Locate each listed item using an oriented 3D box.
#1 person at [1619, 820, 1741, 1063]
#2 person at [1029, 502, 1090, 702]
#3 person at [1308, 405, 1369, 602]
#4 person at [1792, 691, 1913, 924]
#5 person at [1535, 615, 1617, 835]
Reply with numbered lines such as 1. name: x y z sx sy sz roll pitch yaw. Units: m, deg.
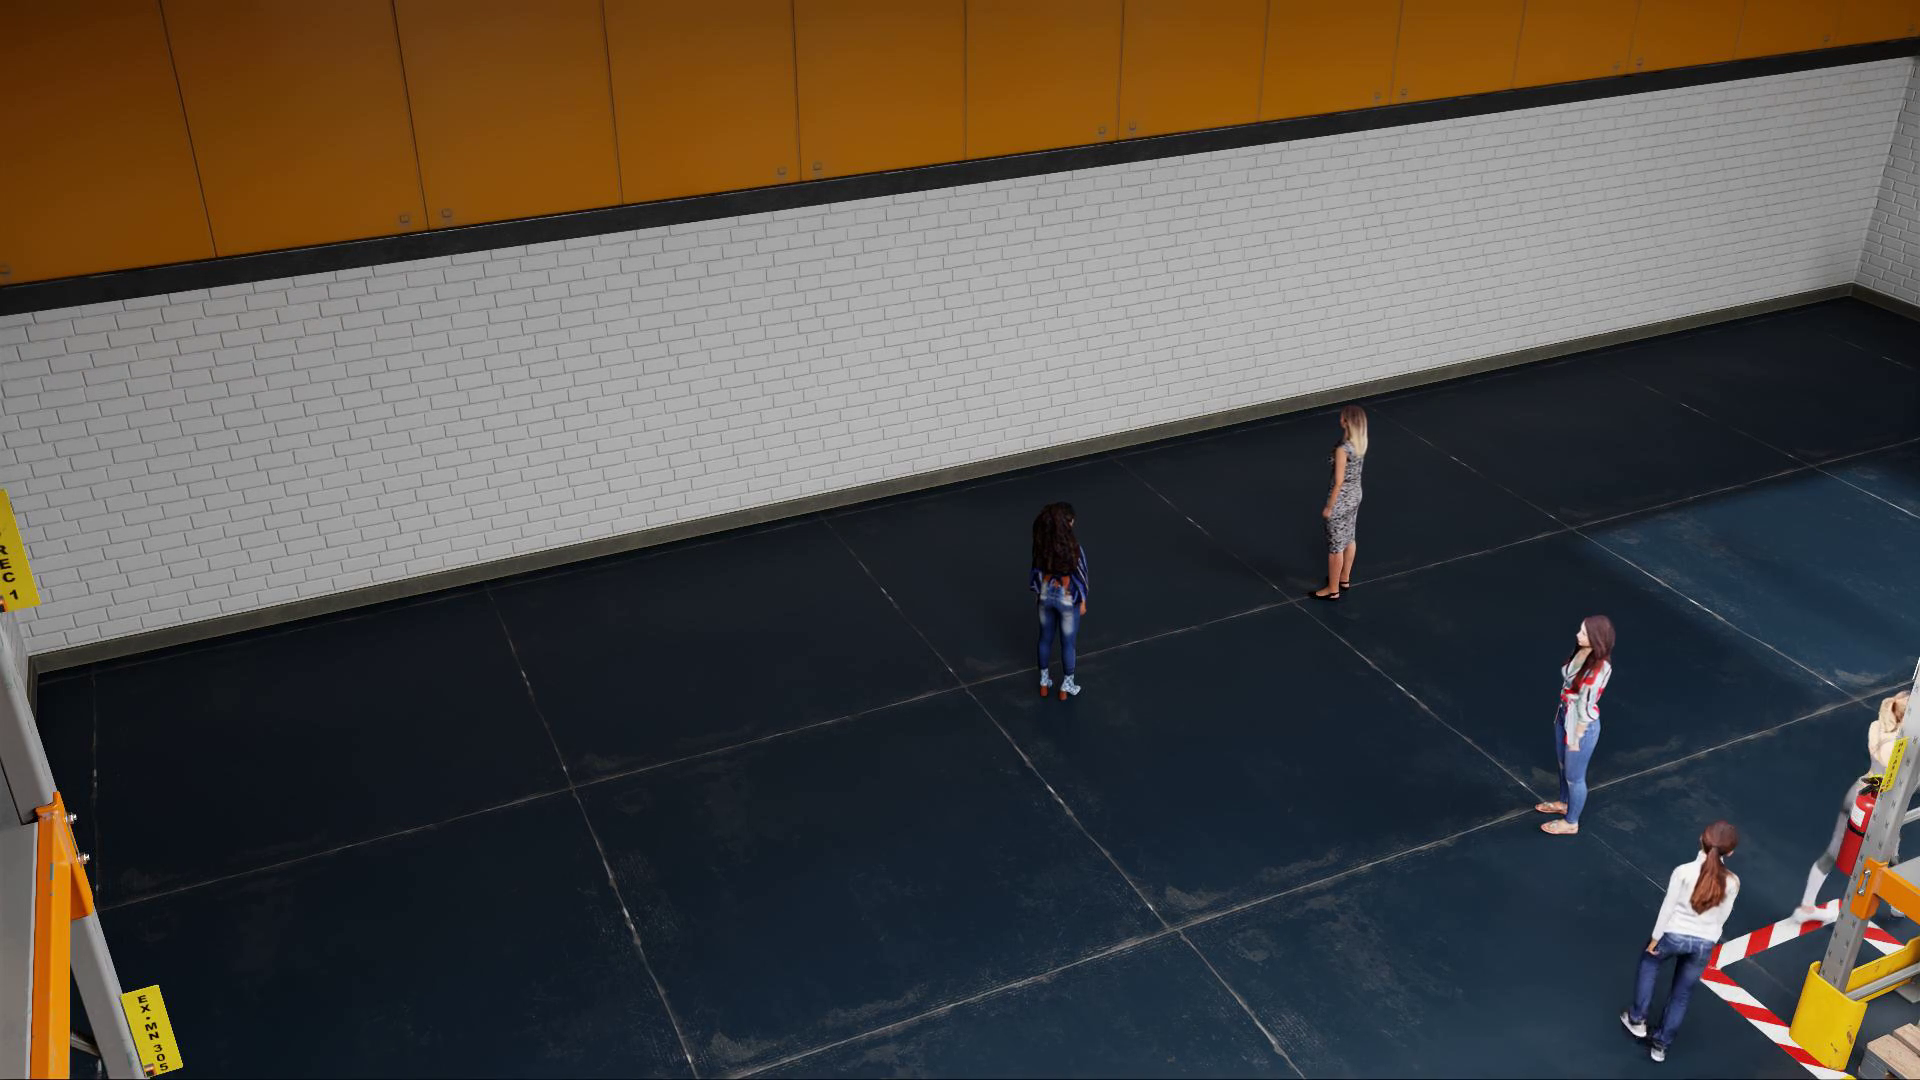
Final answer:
1. person: 3.939 2.221 8.993 0.683 1.540 0.740 6 29 11
2. person: 0.725 0.438 12.183 0.667 1.615 0.755 15 32 25
3. person: 3.112 -0.306 13.452 0.627 1.706 0.633 22 35 34
4. person: 5.353 1.633 9.935 0.831 1.668 1.061 -4 29 -7
5. person: 4.023 1.193 10.802 0.714 1.612 0.584 0 29 -1
